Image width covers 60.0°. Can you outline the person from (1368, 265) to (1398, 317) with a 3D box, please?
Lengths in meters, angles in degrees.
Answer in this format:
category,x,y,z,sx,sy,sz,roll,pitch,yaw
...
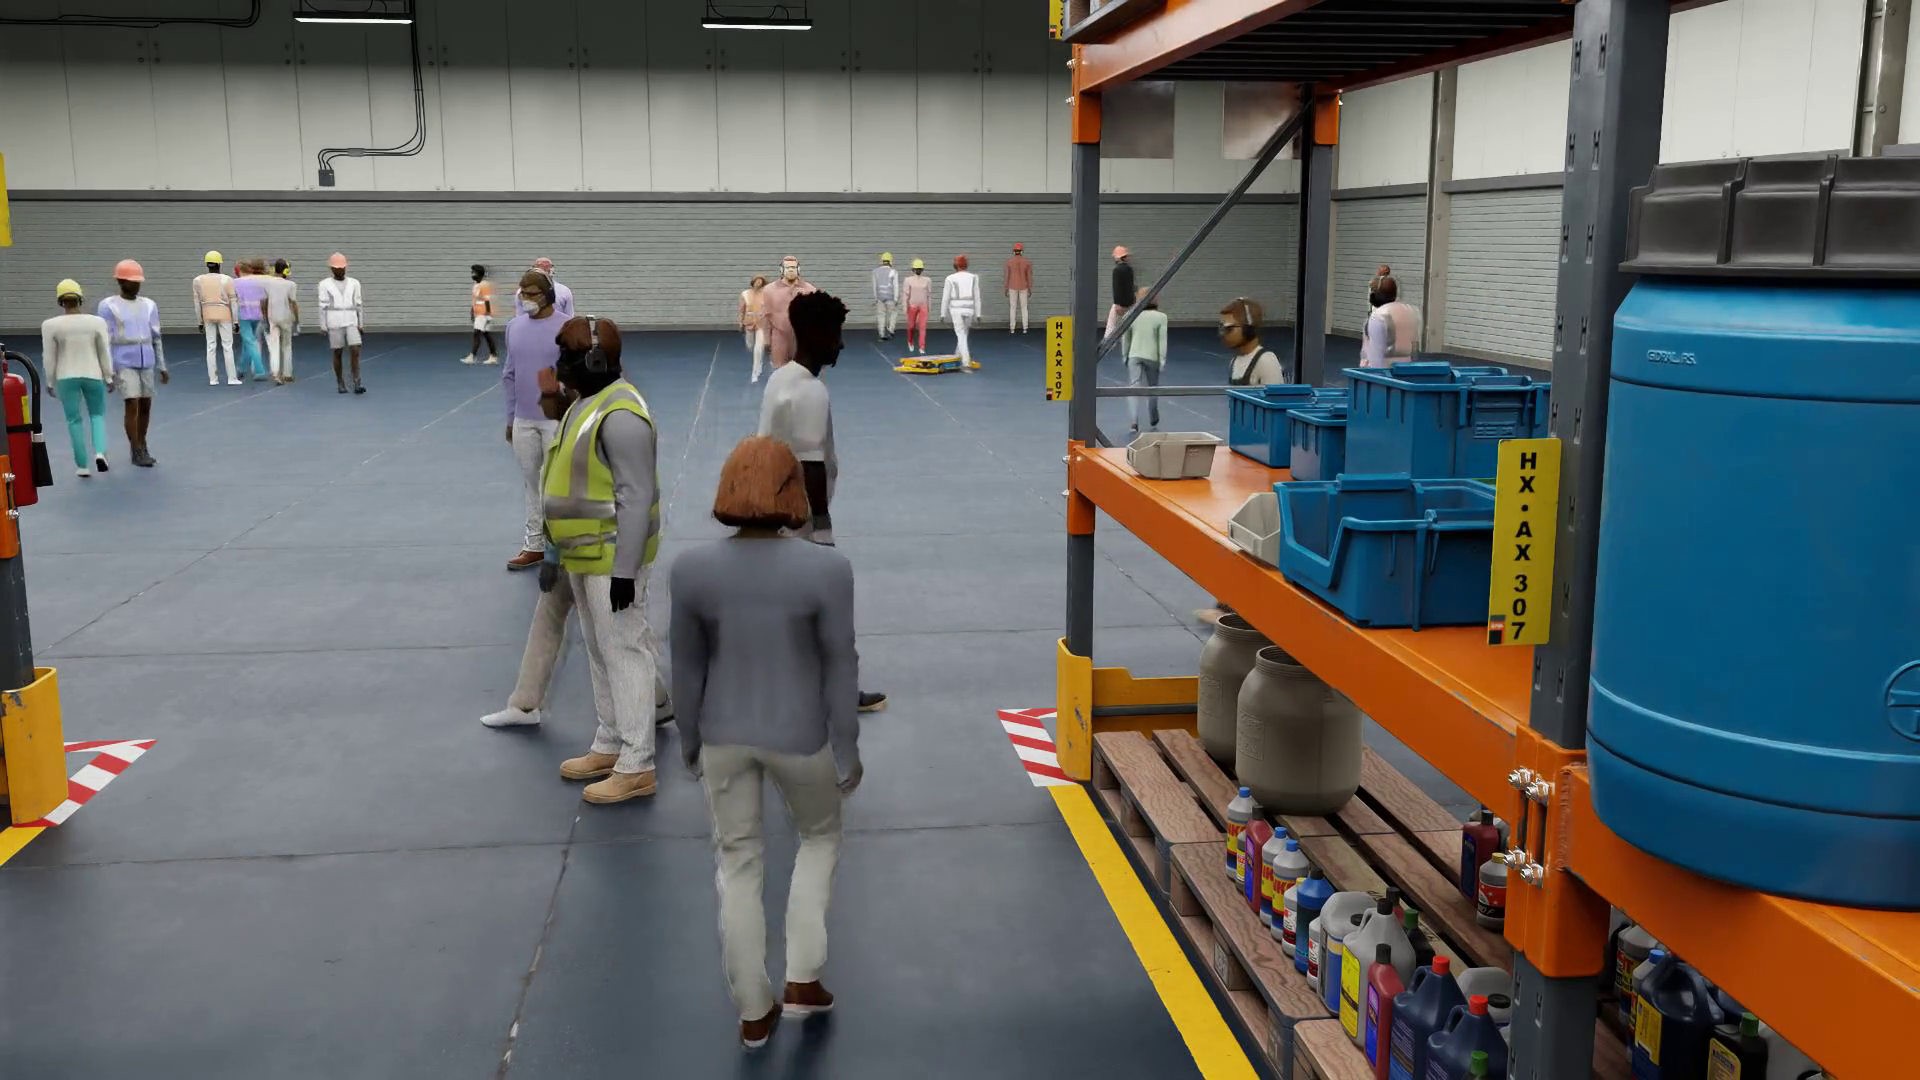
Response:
category,x,y,z,sx,sy,sz,roll,pitch,yaw
person,7.494,-4.056,29.508,0.523,1.639,0.309,3,11,14

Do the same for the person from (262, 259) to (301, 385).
category,x,y,z,sx,sy,sz,roll,pitch,yaw
person,-9.853,-3.155,24.109,0.552,1.819,0.915,-2,10,-9

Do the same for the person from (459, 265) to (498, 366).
category,x,y,z,sx,sy,sz,roll,pitch,yaw
person,-8.044,-3.722,27.598,0.795,1.663,0.547,-6,12,-32

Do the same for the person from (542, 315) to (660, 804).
category,x,y,z,sx,sy,sz,roll,pitch,yaw
person,-1.363,0.071,6.333,0.429,1.841,0.634,-5,11,-26

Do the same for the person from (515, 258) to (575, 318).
category,x,y,z,sx,sy,sz,roll,pitch,yaw
person,-4.546,-2.148,18.333,0.638,1.903,0.409,-1,10,-8

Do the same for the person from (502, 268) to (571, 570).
category,x,y,z,sx,sy,sz,roll,pitch,yaw
person,-2.650,-0.756,10.602,0.630,1.938,0.372,5,11,25

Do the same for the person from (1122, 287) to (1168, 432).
category,x,y,z,sx,sy,sz,roll,pitch,yaw
person,2.031,-1.989,18.328,0.514,1.581,0.897,3,11,14

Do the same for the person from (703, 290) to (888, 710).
category,x,y,z,sx,sy,sz,roll,pitch,yaw
person,-0.797,-0.123,7.223,0.916,1.924,0.606,-3,11,-14

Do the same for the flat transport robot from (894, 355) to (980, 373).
category,x,y,z,sx,sy,sz,roll,pitch,yaw
flat transport robot,-0.354,-2.802,26.387,0.652,0.197,1.431,7,13,35

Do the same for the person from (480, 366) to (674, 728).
category,x,y,z,sx,sy,sz,roll,pitch,yaw
person,-1.630,0.048,7.126,0.851,1.596,0.530,-1,10,-7

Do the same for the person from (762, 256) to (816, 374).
category,x,y,z,sx,sy,sz,roll,pitch,yaw
person,-1.953,-2.302,19.184,0.658,1.909,0.405,-2,10,-10

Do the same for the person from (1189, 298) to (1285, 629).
category,x,y,z,sx,sy,sz,roll,pitch,yaw
person,1.564,-0.412,9.114,0.748,1.803,0.548,-2,10,-9

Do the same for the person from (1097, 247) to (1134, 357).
category,x,y,z,sx,sy,sz,roll,pitch,yaw
person,2.794,-4.234,29.632,1.008,1.942,0.655,8,13,38

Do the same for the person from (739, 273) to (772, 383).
category,x,y,z,sx,sy,sz,roll,pitch,yaw
person,-2.994,-3.152,24.645,0.513,1.608,0.694,1,10,7

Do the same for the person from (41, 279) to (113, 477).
category,x,y,z,sx,sy,sz,roll,pitch,yaw
person,-7.845,-1.434,14.795,0.545,1.754,0.365,-8,13,-36

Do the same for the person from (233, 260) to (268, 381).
category,x,y,z,sx,sy,sz,roll,pitch,yaw
person,-10.666,-3.263,24.774,1.018,1.783,0.582,6,12,29

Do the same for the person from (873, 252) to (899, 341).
category,x,y,z,sx,sy,sz,roll,pitch,yaw
person,-1.493,-4.969,34.039,0.608,1.813,0.482,4,11,21

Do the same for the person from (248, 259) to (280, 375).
category,x,y,z,sx,sy,sz,roll,pitch,yaw
person,-10.799,-3.449,25.762,0.641,1.799,0.953,-8,13,-36

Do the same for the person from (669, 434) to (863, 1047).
category,x,y,z,sx,sy,sz,roll,pitch,yaw
person,-0.504,0.524,4.424,0.522,1.618,0.425,1,10,7

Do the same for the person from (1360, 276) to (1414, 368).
category,x,y,z,sx,sy,sz,roll,pitch,yaw
person,3.821,-1.444,14.787,0.625,1.804,0.962,-10,14,-43

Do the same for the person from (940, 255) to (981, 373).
category,x,y,z,sx,sy,sz,roll,pitch,yaw
person,-0.027,-3.594,26.432,0.609,1.831,0.966,-5,12,-27

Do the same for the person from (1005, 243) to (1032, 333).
category,x,y,z,sx,sy,sz,roll,pitch,yaw
person,1.294,-5.596,36.982,0.613,1.991,0.392,0,10,1

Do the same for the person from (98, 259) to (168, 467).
category,x,y,z,sx,sy,sz,roll,pitch,yaw
person,-7.729,-1.656,15.594,0.488,1.939,0.547,7,12,33

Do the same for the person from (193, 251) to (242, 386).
category,x,y,z,sx,sy,sz,roll,pitch,yaw
person,-10.648,-3.169,23.859,0.585,1.927,0.366,-1,10,-7

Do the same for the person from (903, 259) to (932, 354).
category,x,y,z,sx,sy,sz,roll,pitch,yaw
person,-0.792,-4.298,30.567,0.532,1.740,0.755,-2,11,-11

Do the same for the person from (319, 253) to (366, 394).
category,x,y,z,sx,sy,sz,roll,pitch,yaw
person,-8.335,-2.907,22.493,0.582,1.894,0.909,-6,12,-29
